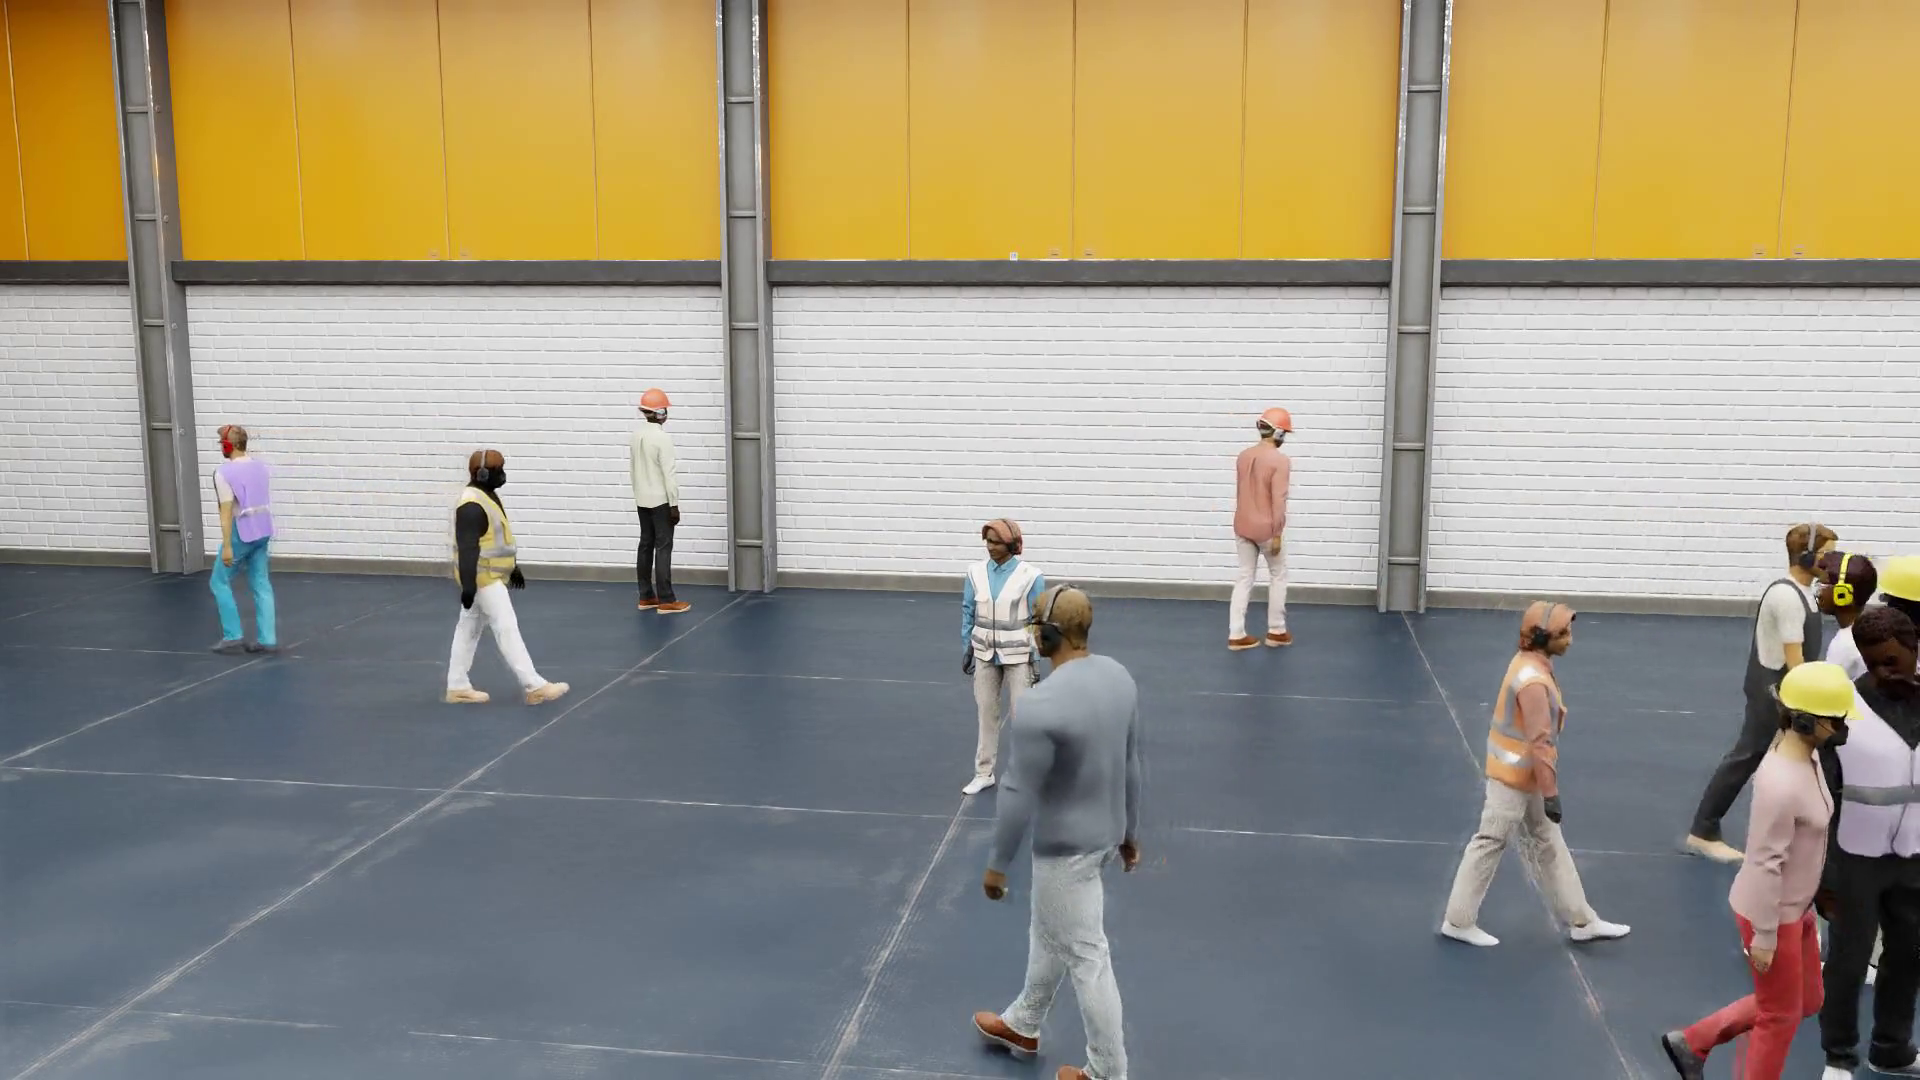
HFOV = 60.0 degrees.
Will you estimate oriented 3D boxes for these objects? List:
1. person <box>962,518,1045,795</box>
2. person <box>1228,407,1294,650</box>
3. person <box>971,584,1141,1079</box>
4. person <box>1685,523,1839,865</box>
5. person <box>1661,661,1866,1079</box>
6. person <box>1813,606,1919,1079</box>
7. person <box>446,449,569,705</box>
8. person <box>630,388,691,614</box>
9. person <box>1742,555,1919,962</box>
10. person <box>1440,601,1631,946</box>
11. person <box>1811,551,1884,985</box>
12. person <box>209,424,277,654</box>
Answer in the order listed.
[{"bbox_3d":[0.249,0.681,9.539,0.521,1.636,0.311,5,10,27],"label":"person"},{"bbox_3d":[2.423,-0.083,13.297,0.563,1.956,0.633,-7,11,-36],"label":"person"},{"bbox_3d":[0.290,1.098,6.125,0.885,1.906,0.661,7,11,35],"label":"person"},{"bbox_3d":[4.162,0.808,8.303,0.997,1.788,0.525,8,12,41],"label":"person"},{"bbox_3d":[2.754,1.249,5.681,0.498,1.748,0.542,6,11,35],"label":"person"},{"bbox_3d":[3.365,1.137,6.020,0.750,1.871,0.422,-1,9,-7],"label":"person"},{"bbox_3d":[-3.193,0.262,11.596,0.922,1.796,0.638,-1,9,-9],"label":"person"},{"bbox_3d":[-2.686,-0.346,14.765,0.616,1.997,0.373,9,13,44],"label":"person"},{"bbox_3d":[3.889,0.975,7.036,1.028,1.865,0.600,1,9,7],"label":"person"},{"bbox_3d":[2.558,1.057,7.321,0.872,1.597,0.538,3,10,19],"label":"person"},{"bbox_3d":[3.731,0.969,7.155,0.758,1.841,0.546,7,12,38],"label":"person"},{"bbox_3d":[-5.716,0.001,13.135,0.642,1.820,0.609,3,10,17],"label":"person"}]
